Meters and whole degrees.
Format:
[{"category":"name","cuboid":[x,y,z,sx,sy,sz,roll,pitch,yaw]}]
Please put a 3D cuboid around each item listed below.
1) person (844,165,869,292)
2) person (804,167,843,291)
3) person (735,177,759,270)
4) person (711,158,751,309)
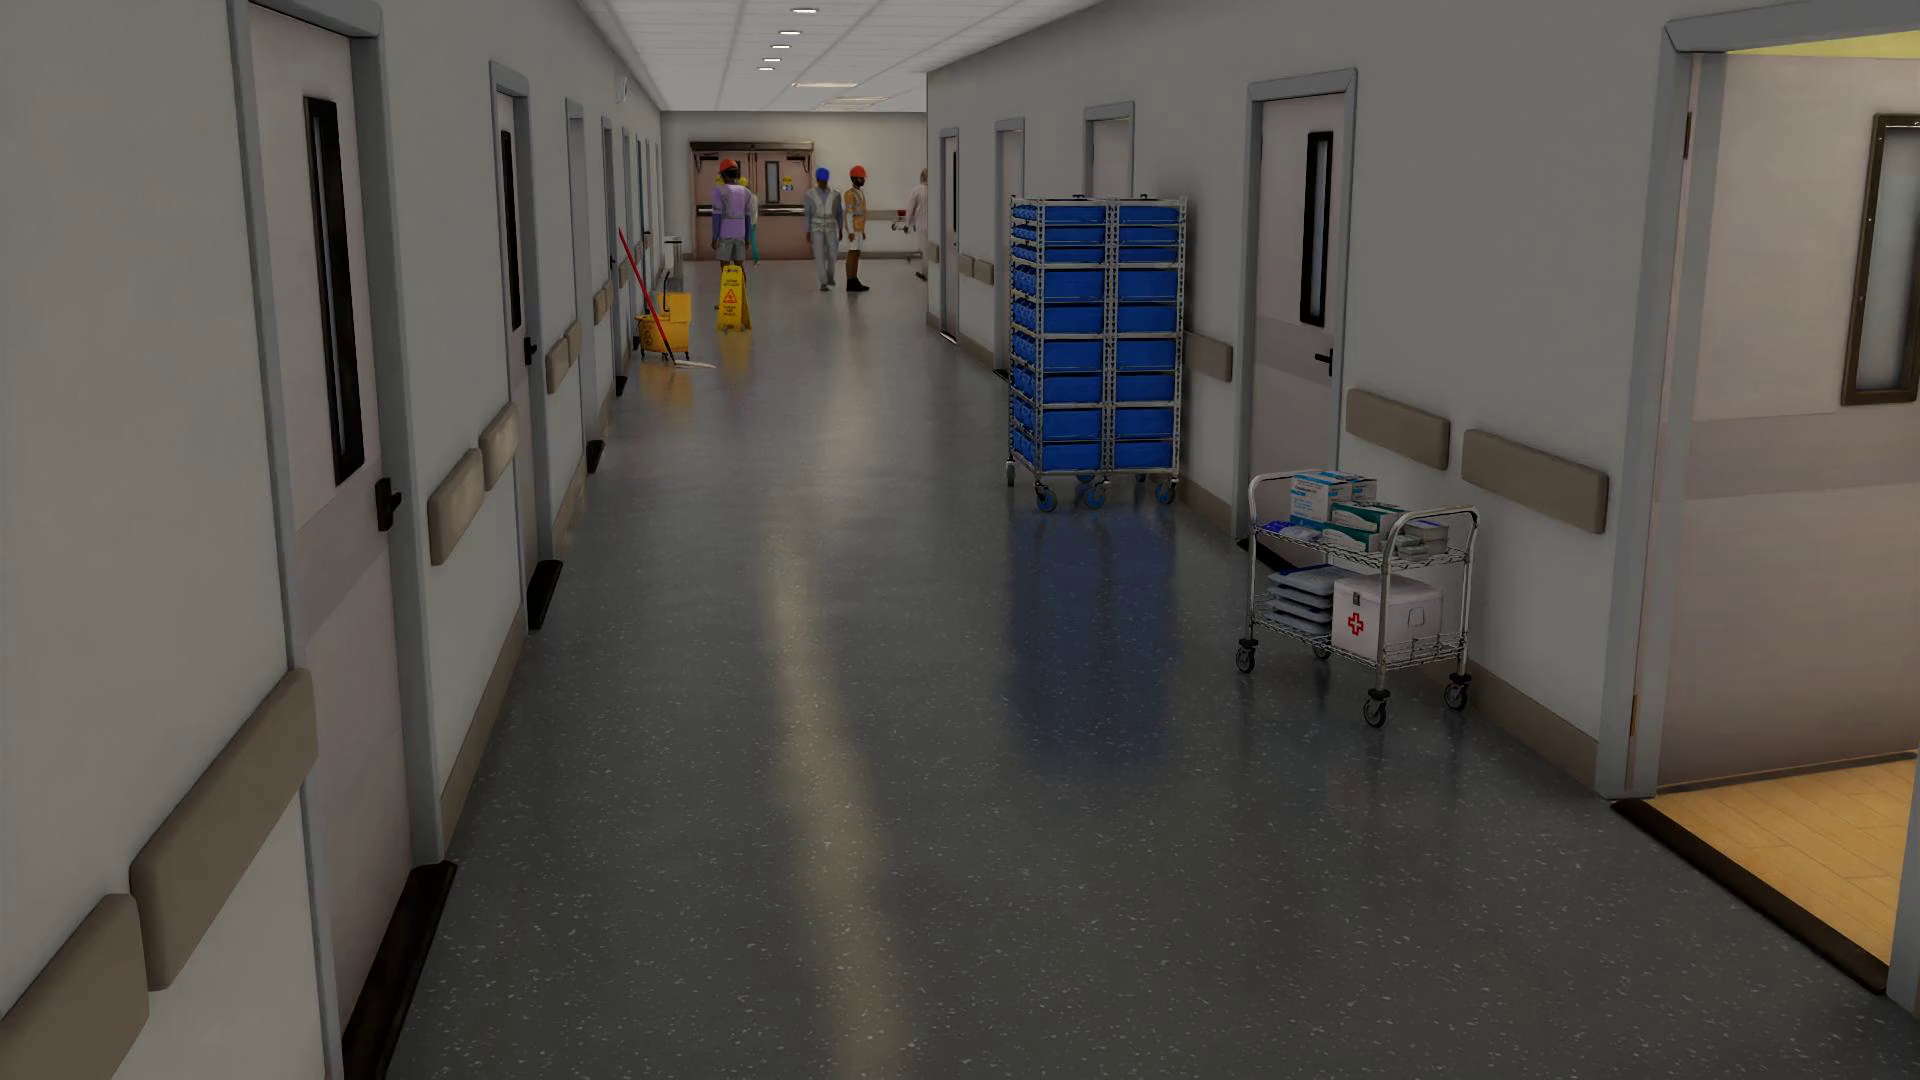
[{"category":"person","cuboid":[-1.597,-4.843,25.887,0.379,1.938,0.547,4,13,17]},{"category":"person","cuboid":[-2.123,-4.844,25.947,0.615,1.916,0.594,-2,13,-11]},{"category":"person","cuboid":[-4.053,-6.005,31.544,0.524,1.718,0.926,1,13,6]},{"category":"person","cuboid":[-3.123,-4.150,22.622,0.612,2.029,0.407,-12,17,-43]}]
